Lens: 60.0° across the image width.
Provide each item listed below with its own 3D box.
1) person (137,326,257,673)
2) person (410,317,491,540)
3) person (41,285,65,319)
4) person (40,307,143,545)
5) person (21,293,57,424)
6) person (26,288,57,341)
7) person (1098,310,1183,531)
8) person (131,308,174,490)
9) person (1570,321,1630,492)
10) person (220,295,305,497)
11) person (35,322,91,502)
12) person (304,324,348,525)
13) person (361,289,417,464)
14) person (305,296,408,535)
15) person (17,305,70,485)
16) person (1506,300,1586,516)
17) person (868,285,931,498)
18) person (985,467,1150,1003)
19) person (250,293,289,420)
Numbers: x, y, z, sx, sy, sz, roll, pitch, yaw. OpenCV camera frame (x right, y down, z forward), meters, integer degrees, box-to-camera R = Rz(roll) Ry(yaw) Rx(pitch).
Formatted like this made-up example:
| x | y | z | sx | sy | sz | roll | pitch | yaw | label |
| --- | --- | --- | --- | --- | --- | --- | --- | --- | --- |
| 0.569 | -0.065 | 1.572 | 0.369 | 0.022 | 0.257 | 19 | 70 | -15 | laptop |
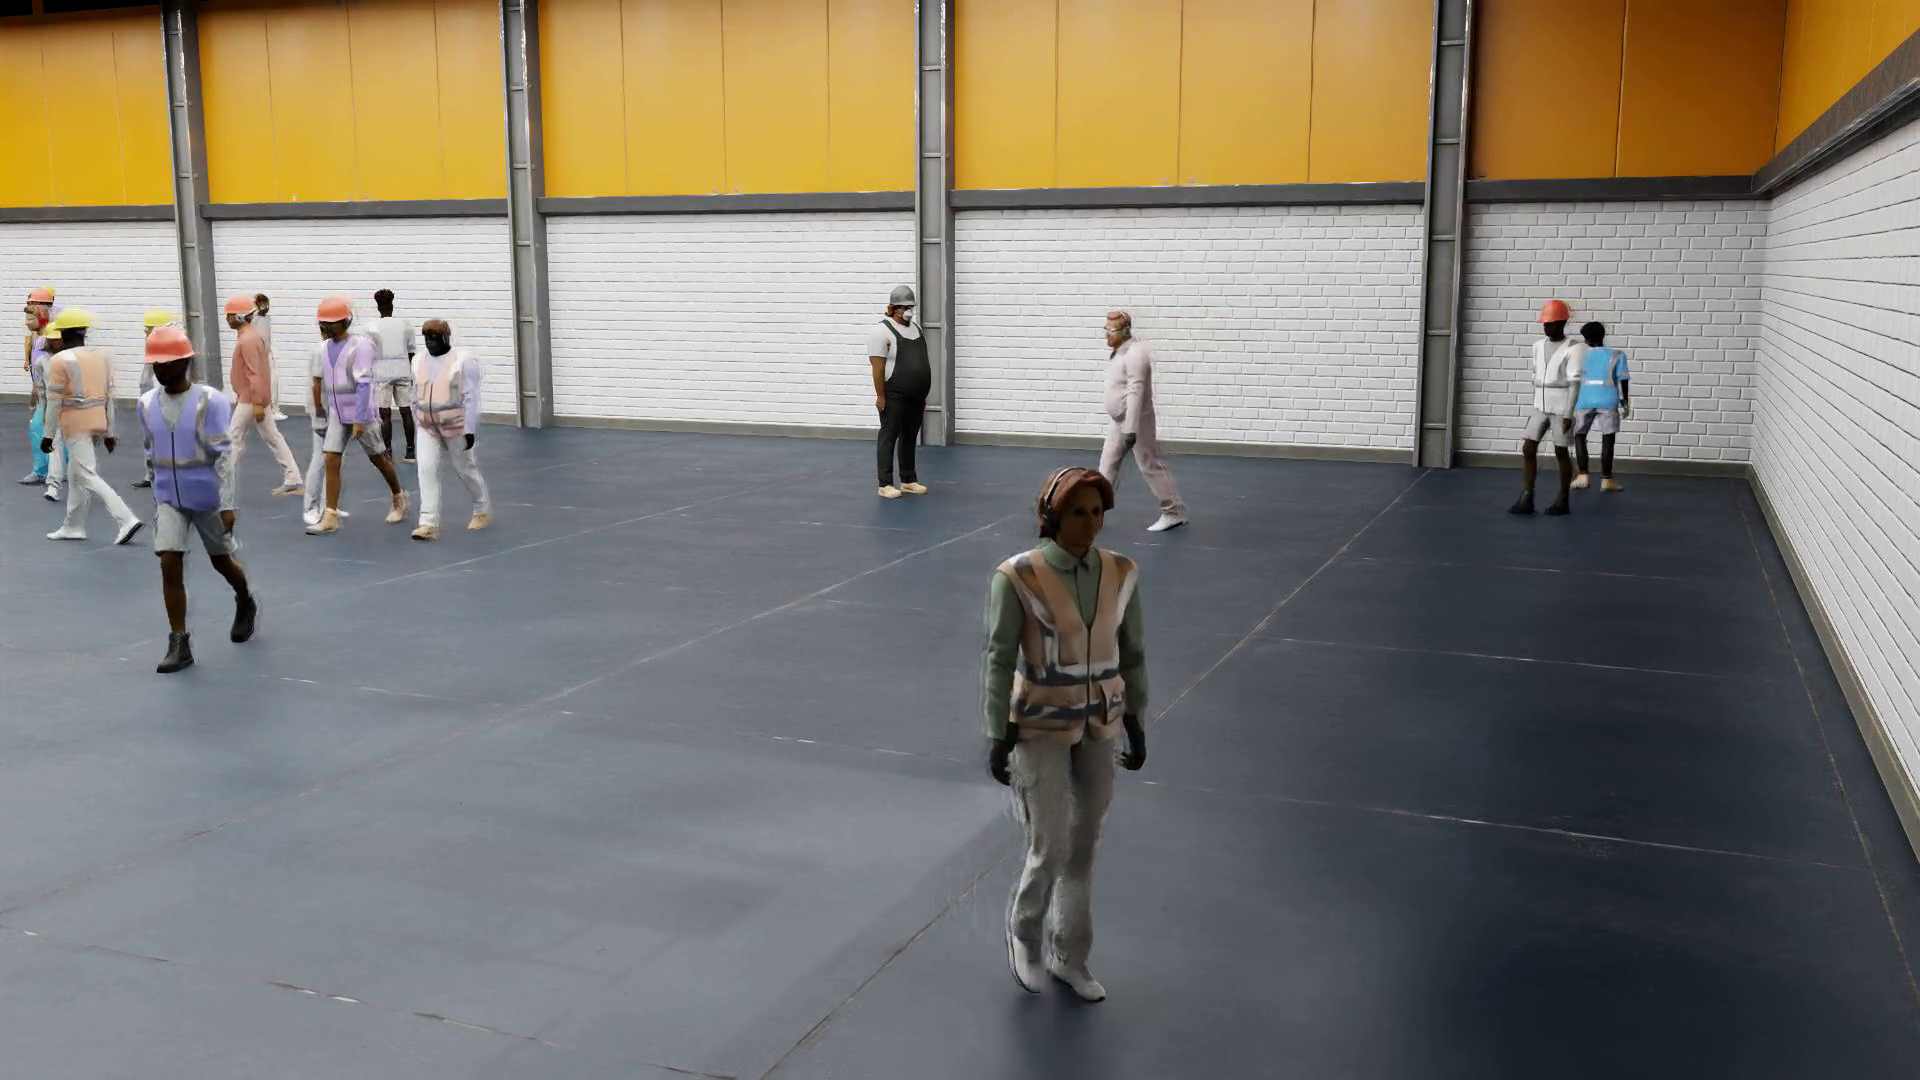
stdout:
| x | y | z | sx | sy | sz | roll | pitch | yaw | label |
| --- | --- | --- | --- | --- | --- | --- | --- | --- | --- |
| -4.301 | -0.265 | 9.401 | 0.562 | 1.901 | 0.937 | 0 | 9 | 2 | person |
| -4.218 | -0.924 | 13.664 | 0.634 | 1.810 | 0.896 | 2 | 10 | 11 | person |
| -13.620 | -2.851 | 24.969 | 0.593 | 1.923 | 0.387 | -8 | 12 | -40 | person |
| -6.960 | -0.907 | 13.273 | 0.913 | 1.897 | 0.584 | 1 | 9 | 8 | person |
| -12.904 | -2.544 | 23.349 | 0.345 | 1.846 | 0.508 | 4 | 10 | 25 | person |
| -11.439 | -2.179 | 20.847 | 0.347 | 1.942 | 0.549 | -5 | 11 | -27 | person |
| 1.398 | -0.972 | 13.833 | 1.020 | 1.854 | 0.679 | -3 | 10 | -17 | person |
| -7.801 | -1.390 | 16.476 | 0.828 | 1.808 | 0.598 | -3 | 10 | -15 | person |
| 6.308 | -1.316 | 16.437 | 0.598 | 1.675 | 0.339 | 5 | 11 | 29 | person |
| -6.808 | -1.351 | 15.839 | 1.042 | 1.935 | 0.652 | -3 | 10 | -16 | person |
| -8.508 | -1.227 | 15.817 | 0.494 | 1.690 | 0.910 | -3 | 10 | -16 | person |
| -5.501 | -1.061 | 14.399 | 0.391 | 1.846 | 0.660 | -1 | 9 | -5 | person |
| -6.380 | -1.824 | 18.630 | 0.608 | 1.963 | 0.374 | -7 | 12 | -37 | person |
| -5.082 | -1.063 | 14.014 | 0.627 | 1.984 | 1.080 | 4 | 10 | 24 | person |
| -9.352 | -1.469 | 16.888 | 0.756 | 1.816 | 0.585 | -7 | 11 | -35 | person |
| 5.157 | -1.143 | 14.642 | 0.791 | 1.909 | 0.564 | -6 | 11 | -31 | person |
| -0.531 | -1.433 | 16.027 | 0.536 | 2.000 | 0.688 | 8 | 12 | 40 | person |
| 0.334 | 0.590 | 4.989 | 0.536 | 1.626 | 0.370 | -5 | 11 | -29 | person |
| -9.957 | -2.594 | 23.722 | 0.821 | 1.821 | 0.537 | 3 | 10 | 18 | person |
